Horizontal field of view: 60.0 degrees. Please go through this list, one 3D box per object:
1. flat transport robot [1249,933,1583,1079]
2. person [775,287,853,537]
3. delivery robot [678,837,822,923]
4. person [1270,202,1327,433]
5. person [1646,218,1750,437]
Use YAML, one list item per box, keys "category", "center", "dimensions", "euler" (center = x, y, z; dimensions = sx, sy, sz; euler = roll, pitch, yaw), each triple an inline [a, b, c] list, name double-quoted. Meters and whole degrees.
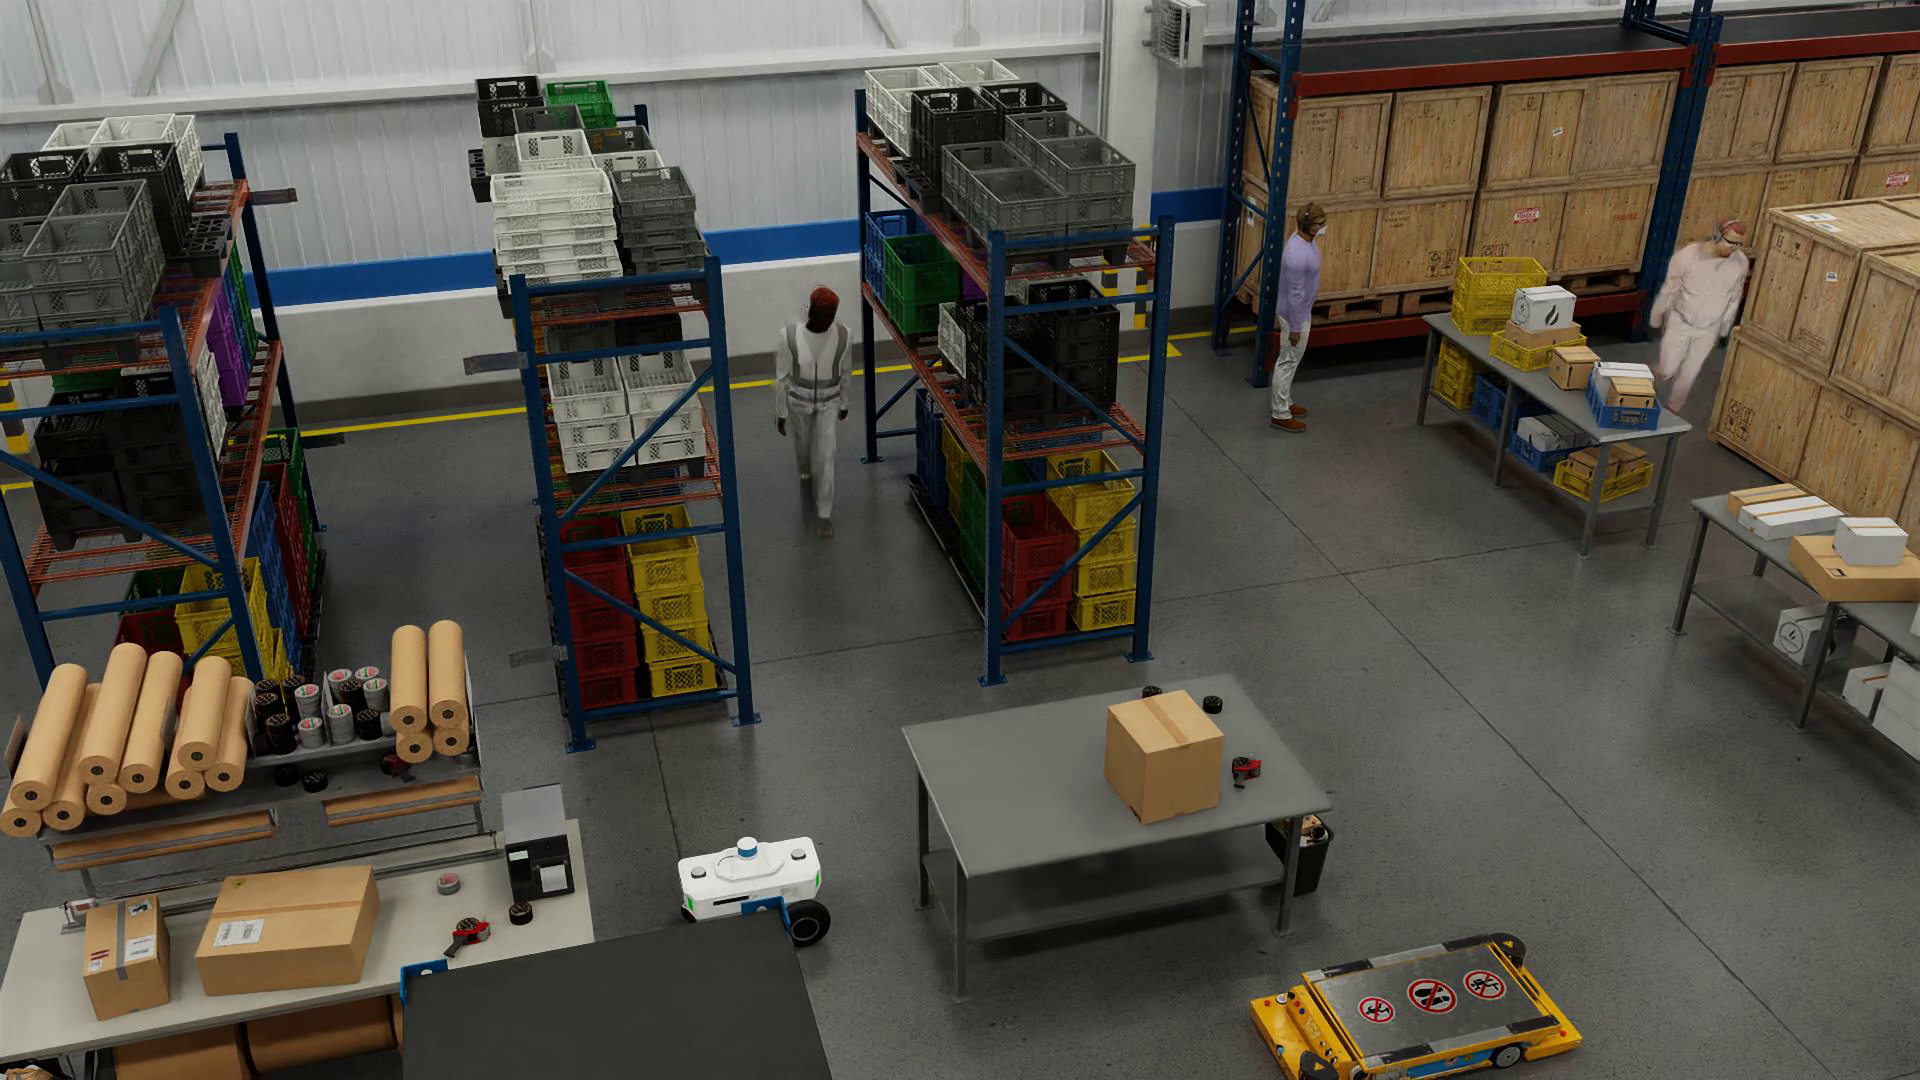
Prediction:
- category: "flat transport robot"
  center: [2.184, 2.282, 7.980]
  dimensions: [1.431, 0.197, 0.652]
  euler: [-8, 30, -14]
- category: "person"
  center: [-1.081, -1.036, 12.416]
  dimensions: [0.598, 1.836, 0.952]
  euler: [-3, 29, -6]
- category: "delivery robot"
  center: [-1.084, 1.750, 8.563]
  dimensions: [0.707, 0.478, 0.477]
  euler: [-8, 30, -14]
- category: "person"
  center: [2.800, -1.859, 13.796]
  dimensions: [0.357, 1.938, 0.638]
  euler: [7, 30, 13]
- category: "person"
  center: [6.032, -1.781, 13.716]
  dimensions: [0.713, 1.878, 0.480]
  euler: [1, 29, 1]
